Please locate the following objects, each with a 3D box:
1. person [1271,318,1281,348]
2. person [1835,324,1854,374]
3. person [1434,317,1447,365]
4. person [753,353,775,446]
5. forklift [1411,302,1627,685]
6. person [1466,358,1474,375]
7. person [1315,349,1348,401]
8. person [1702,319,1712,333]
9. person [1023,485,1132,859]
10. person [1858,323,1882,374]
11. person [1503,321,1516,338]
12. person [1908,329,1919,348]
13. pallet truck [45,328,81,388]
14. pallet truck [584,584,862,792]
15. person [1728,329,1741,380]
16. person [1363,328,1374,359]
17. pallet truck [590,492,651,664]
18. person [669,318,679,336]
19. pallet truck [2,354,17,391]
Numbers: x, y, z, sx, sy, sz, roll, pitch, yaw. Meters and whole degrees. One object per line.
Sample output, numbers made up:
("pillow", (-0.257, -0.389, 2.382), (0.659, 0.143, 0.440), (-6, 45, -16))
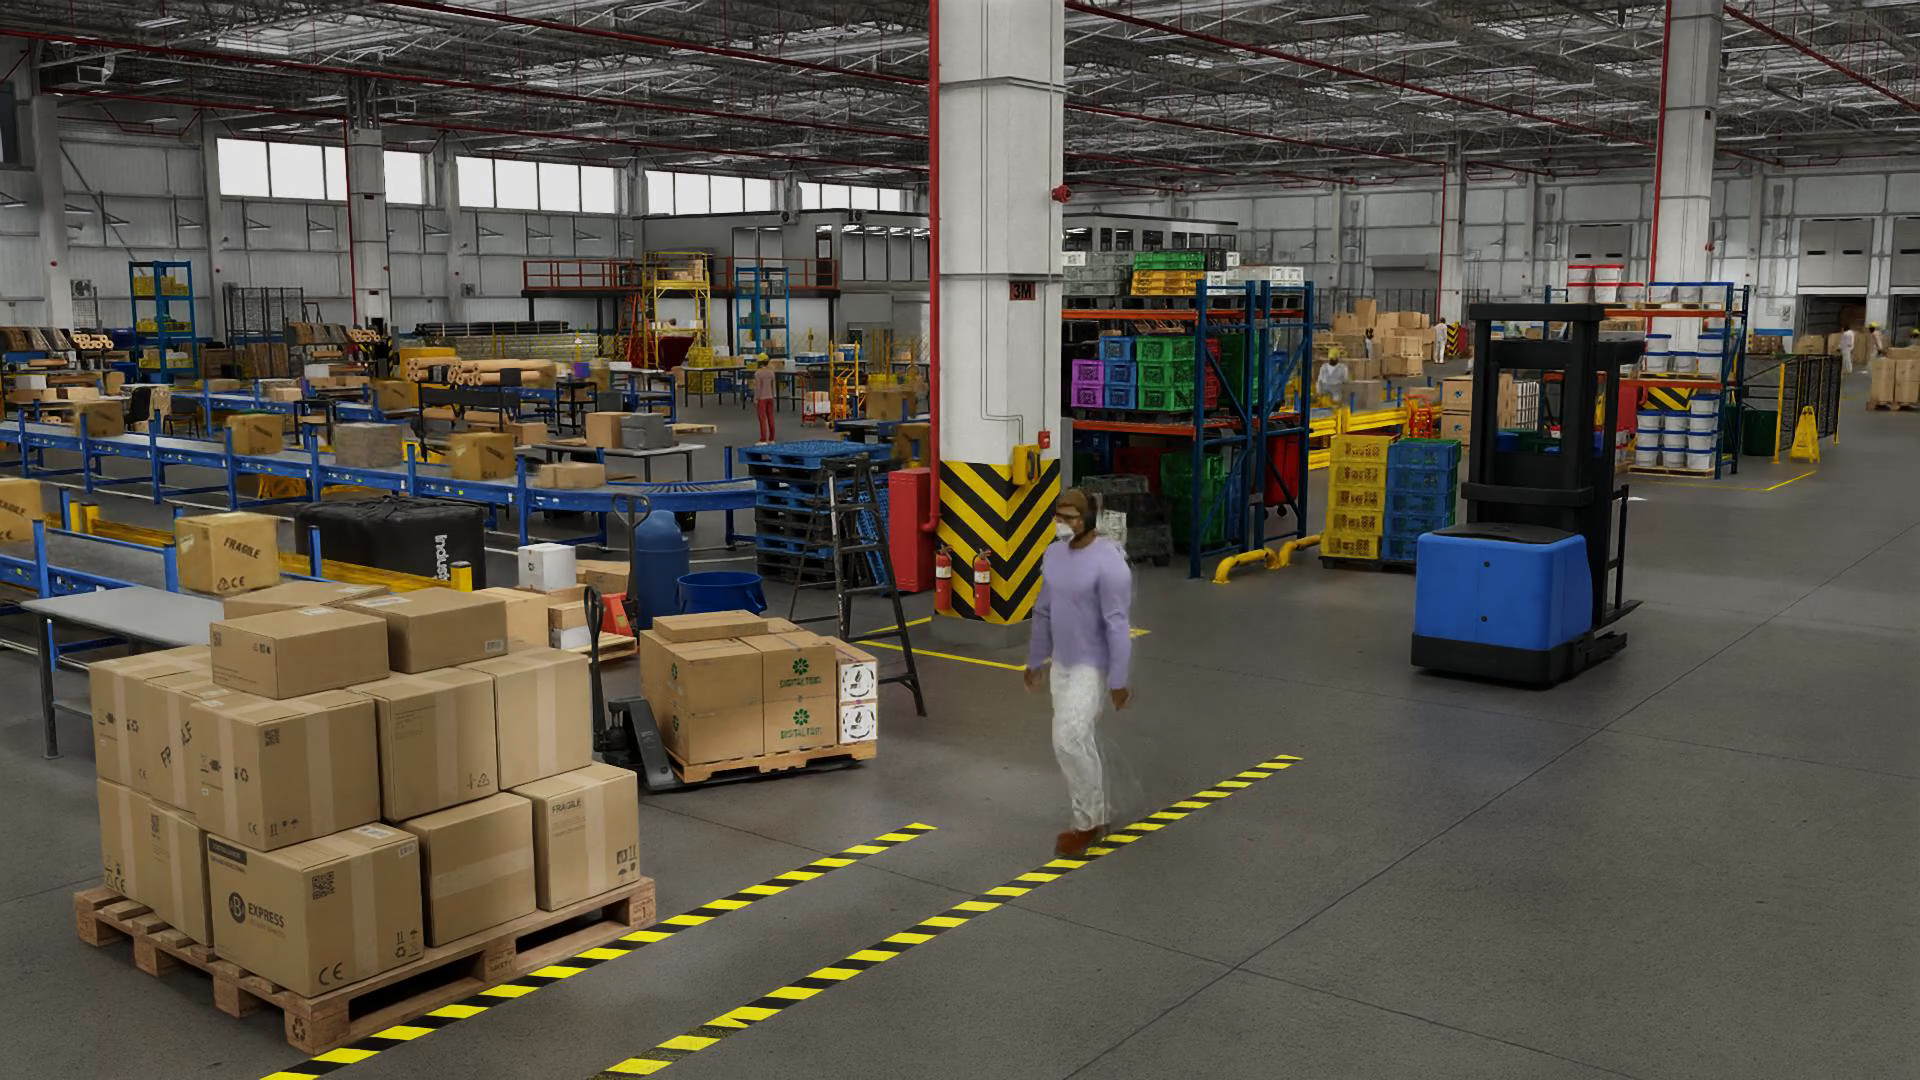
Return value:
("person", (13.868, -8.832, 72.922), (0.430, 1.845, 0.619), (2, 9, 16))
("person", (31.655, -6.838, 59.600), (0.769, 1.810, 0.643), (7, 11, 40))
("person", (19.556, -8.086, 67.620), (0.379, 1.931, 0.625), (-5, 10, -28))
("person", (-3.730, -2.661, 31.580), (0.314, 1.767, 0.534), (6, 11, 36))
("forklift", (4.379, -0.438, 12.852), (1.129, 2.768, 1.873), (7, 11, 37))
("person", (12.302, -3.770, 39.432), (0.544, 1.657, 0.881), (7, 11, 38))
("person", (7.482, -2.952, 33.507), (0.593, 1.785, 0.946), (6, 10, 35))
("person", (26.892, -6.960, 59.879), (0.674, 1.977, 0.629), (-2, 9, -11))
("person", (0.559, 0.677, 8.584), (0.590, 1.922, 0.630), (-5, 10, -29))
("person", (32.849, -6.861, 59.639), (0.961, 1.851, 0.606), (4, 10, 28))
("person", (25.886, -9.683, 78.356), (0.637, 1.926, 0.450), (-1, 8, -7))
("person", (31.340, -6.059, 54.607), (0.501, 1.727, 0.380), (-2, 9, -16))
("pallet truck", (-23.775, -4.544, 43.495), (1.885, 1.965, 0.823), (6, 10, 35))
("pallet truck", (-1.426, 0.805, 10.019), (1.601, 1.201, 0.680), (-4, 9, -26))
("person", (25.391, -6.077, 54.774), (0.925, 1.715, 0.545), (4, 9, 23))
("person", (12.004, -5.276, 48.859), (0.314, 1.869, 0.537), (2, 9, 15))
("pallet truck", (-3.115, 0.344, 12.883), (0.653, 1.274, 1.630), (7, 11, 37))
("person", (-11.959, -8.343, 69.532), (0.465, 1.866, 0.597), (5, 10, 31))
("pallet truck", (-24.881, -4.417, 42.634), (1.885, 1.965, 0.823), (8, 11, 41))
